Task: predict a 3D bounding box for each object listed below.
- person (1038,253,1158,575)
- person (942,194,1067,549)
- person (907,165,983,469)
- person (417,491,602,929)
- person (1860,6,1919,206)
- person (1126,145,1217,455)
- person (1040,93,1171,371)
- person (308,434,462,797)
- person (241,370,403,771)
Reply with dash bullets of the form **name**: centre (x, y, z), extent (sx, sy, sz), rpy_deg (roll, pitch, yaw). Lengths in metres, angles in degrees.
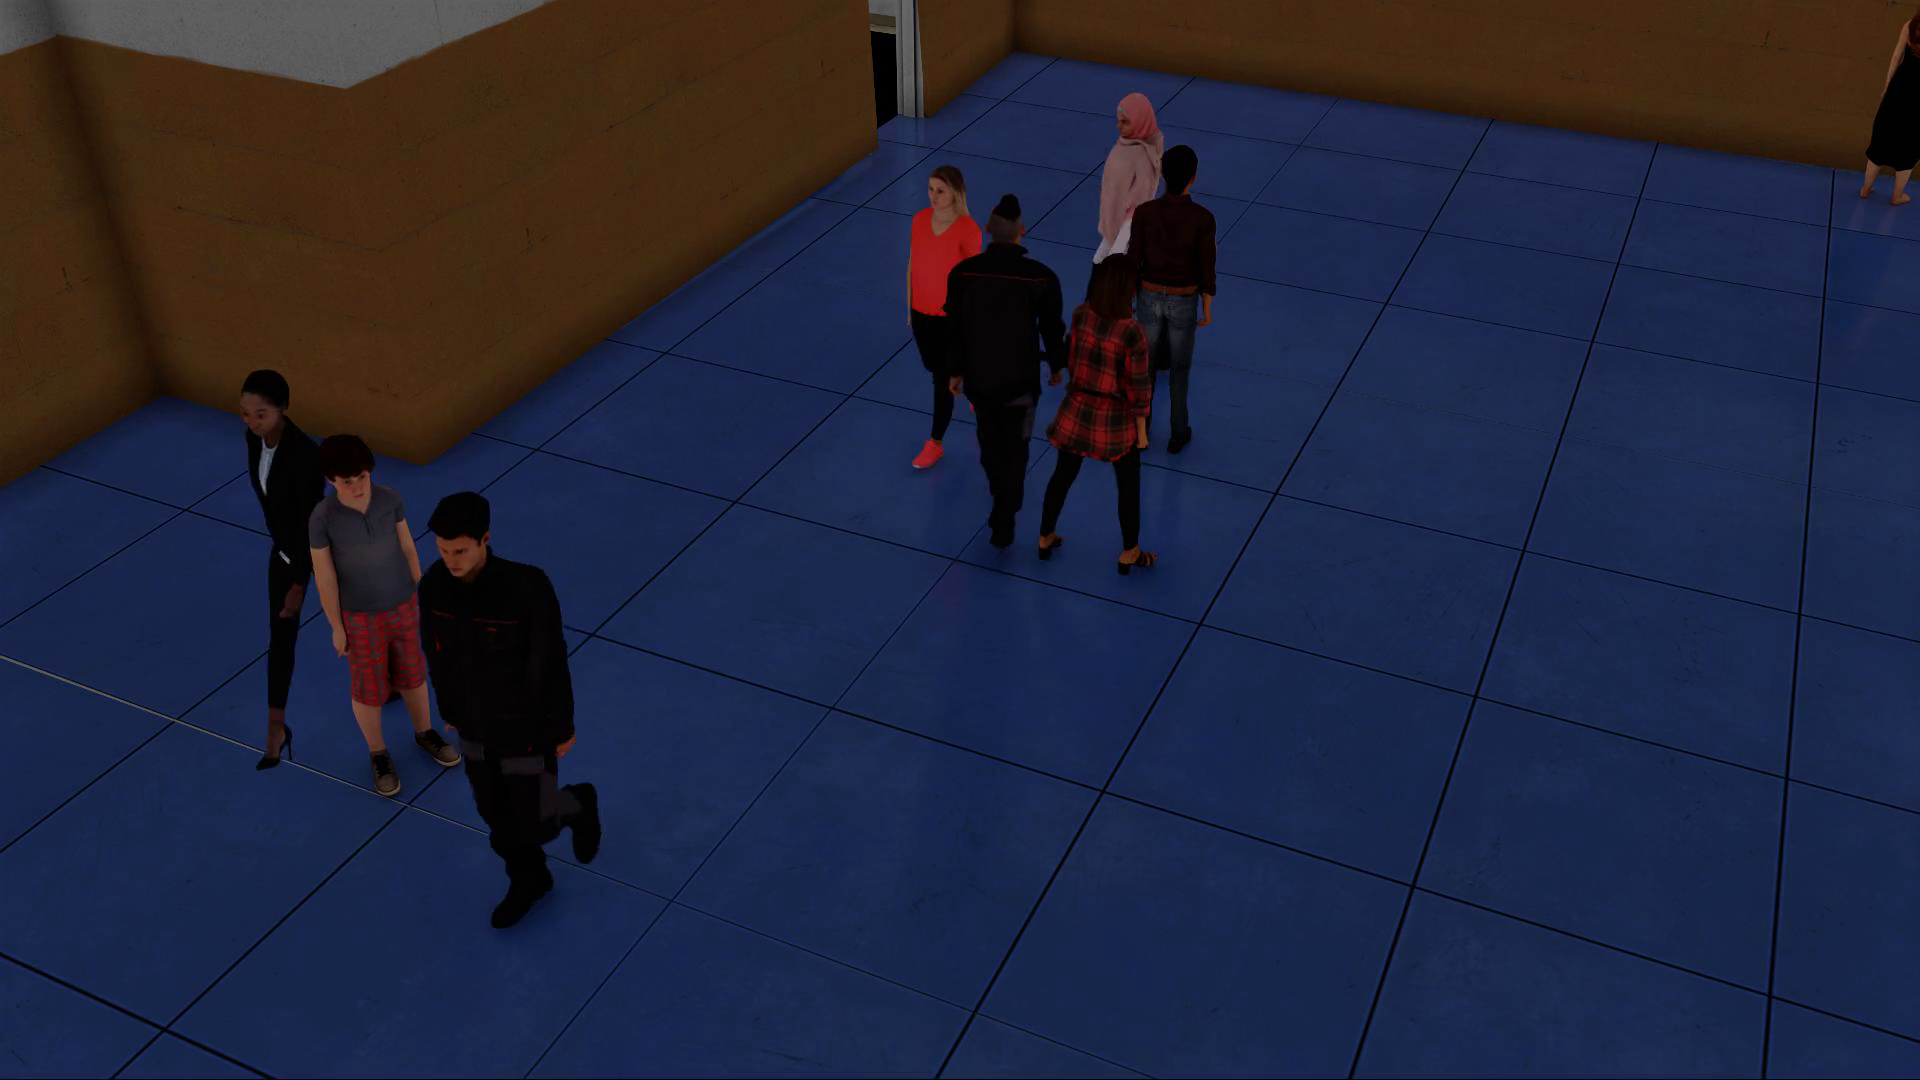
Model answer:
- **person**: centre (0.722, -0.592, 8.159), extent (0.638, 1.688, 0.818), rpy_deg (23, 40, 31)
- **person**: centre (0.212, -0.818, 8.358), extent (1.165, 1.821, 0.983), rpy_deg (7, 34, 11)
- **person**: centre (-0.040, -1.266, 9.188), extent (1.042, 1.671, 0.776), rpy_deg (21, 39, 28)
- **person**: centre (-1.628, 0.589, 6.169), extent (0.786, 1.928, 0.818), rpy_deg (12, 36, 18)
- **person**: centre (7.019, -3.292, 12.276), extent (0.596, 1.625, 0.700), rpy_deg (28, 42, 35)
- **person**: centre (1.143, -1.304, 9.147), extent (0.516, 1.780, 0.751), rpy_deg (8, 34, 12)
- **person**: centre (1.112, -1.758, 9.840), extent (1.138, 1.768, 1.058), rpy_deg (-10, 35, -15)
- **person**: centre (-2.408, 0.279, 6.872), extent (0.671, 1.650, 0.675), rpy_deg (-24, 40, -31)
- **person**: centre (-2.657, 0.075, 7.065), extent (1.019, 1.791, 0.685), rpy_deg (17, 37, 23)
